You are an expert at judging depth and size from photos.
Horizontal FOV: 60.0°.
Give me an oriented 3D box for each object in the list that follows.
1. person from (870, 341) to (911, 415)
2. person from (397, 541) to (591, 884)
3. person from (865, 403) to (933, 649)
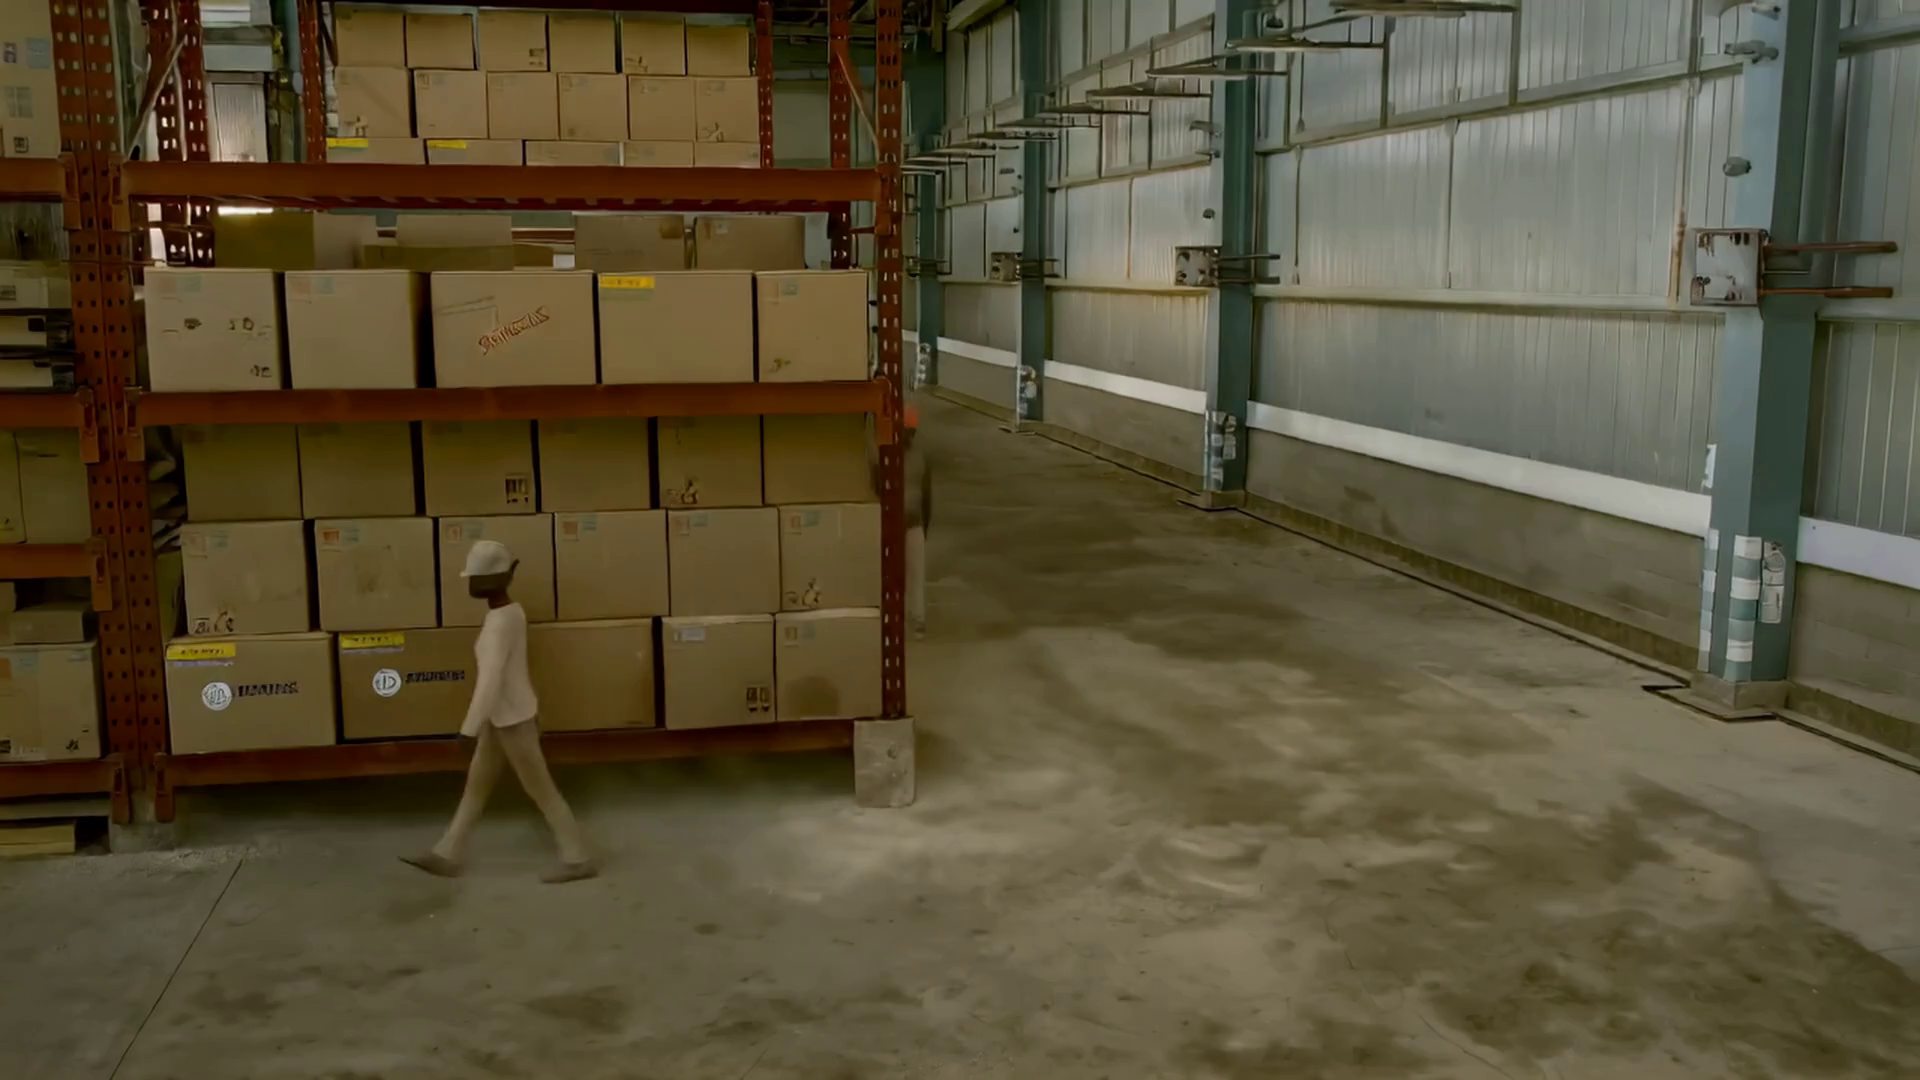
[{"bbox_3d":[-1.094,-2.106,25.359,0.644,1.980,0.518,-5,10,-26],"label":"person"},{"bbox_3d":[-2.274,0.861,8.100,0.942,1.714,0.536,-2,10,-13],"label":"person"},{"bbox_3d":[-0.520,-0.150,13.548,0.610,1.964,0.975,-3,10,-17],"label":"person"}]
